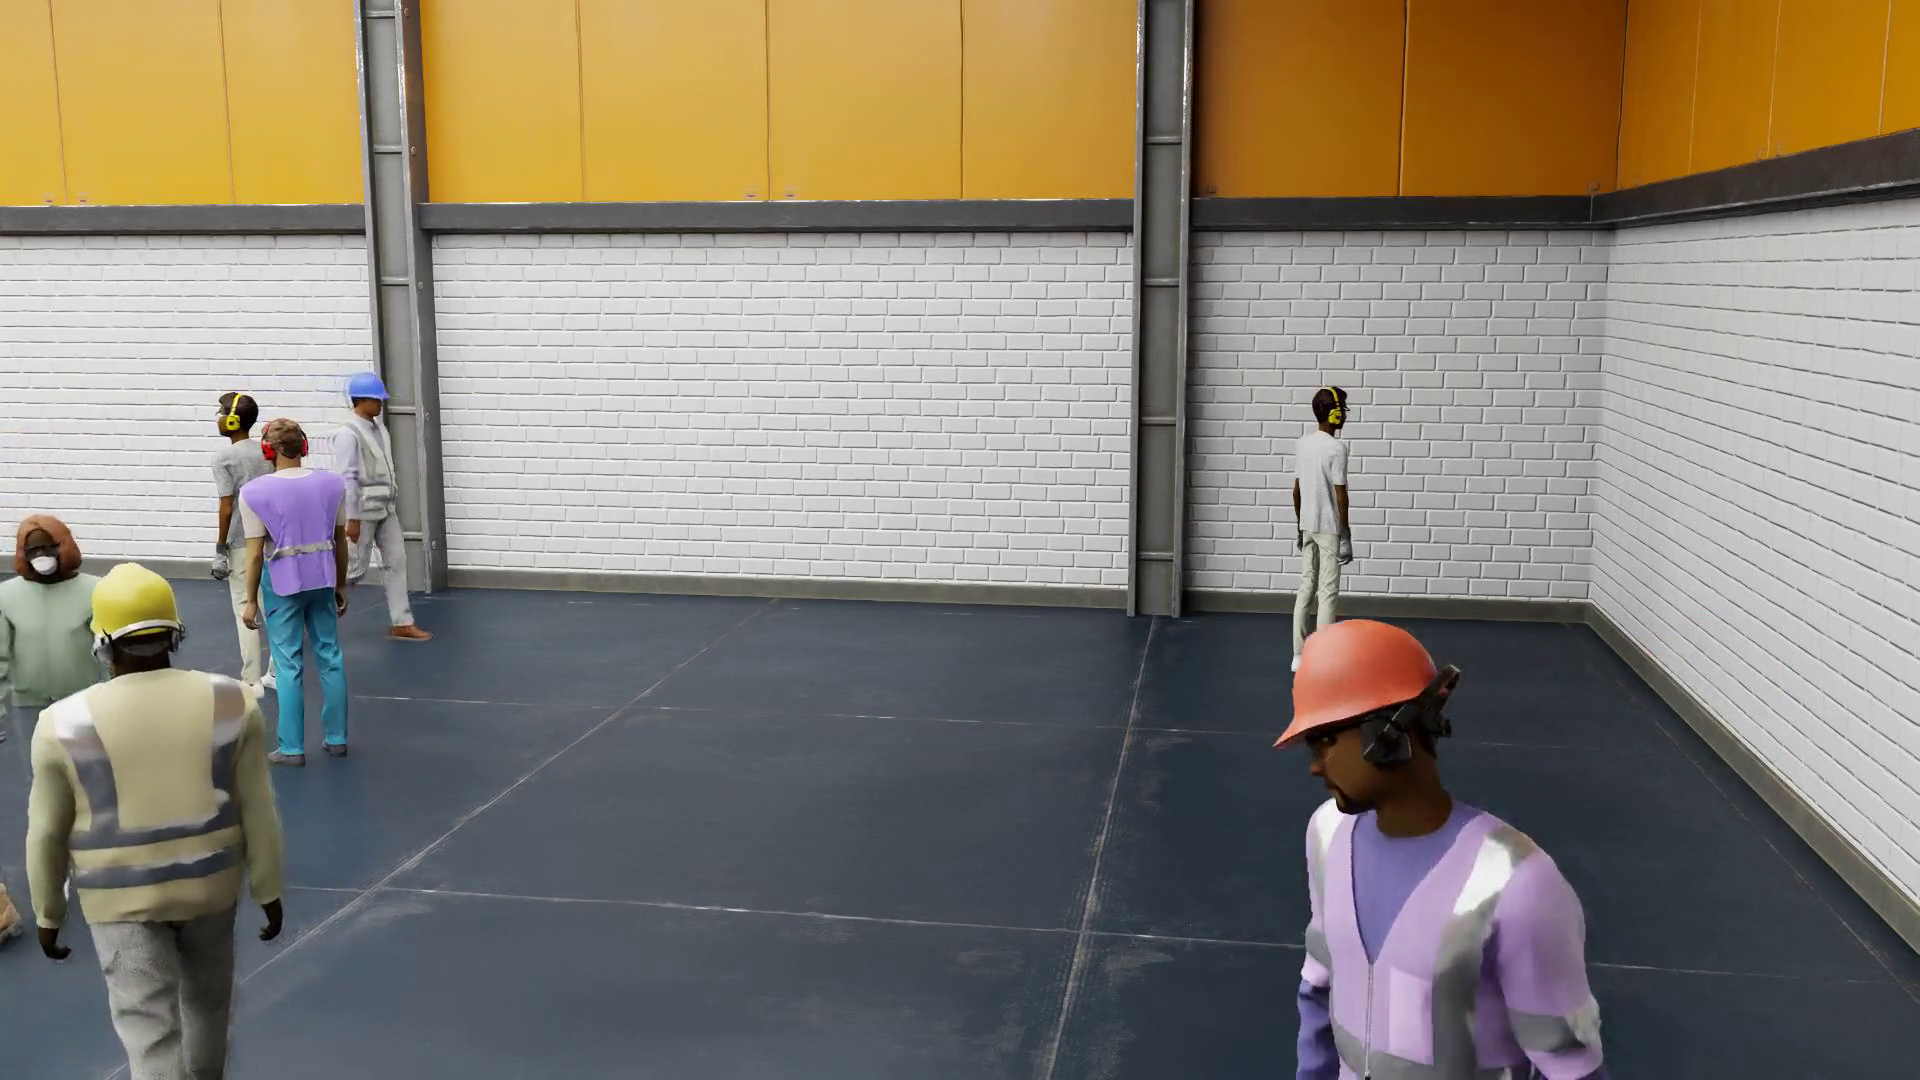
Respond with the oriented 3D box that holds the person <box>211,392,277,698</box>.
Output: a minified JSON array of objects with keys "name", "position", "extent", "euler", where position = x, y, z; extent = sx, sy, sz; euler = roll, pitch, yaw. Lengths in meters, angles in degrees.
[{"name":"person","position":[-4.360,0.037,10.161],"extent":[0.319,1.866,0.532],"euler":[3,10,20]}]

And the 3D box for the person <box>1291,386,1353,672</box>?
[{"name":"person","position":[2.339,-0.047,10.662],"extent":[0.328,1.872,0.514],"euler":[-5,10,-27]}]

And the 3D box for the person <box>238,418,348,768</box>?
[{"name":"person","position":[-3.475,0.281,8.741],"extent":[0.390,1.838,0.563],"euler":[8,12,42]}]

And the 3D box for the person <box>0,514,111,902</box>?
[{"name":"person","position":[-3.683,0.706,6.795],"extent":[0.519,1.619,0.452],"euler":[-3,10,-18]}]

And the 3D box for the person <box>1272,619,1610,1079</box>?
[{"name":"person","position":[0.881,1.140,2.982],"extent":[0.521,1.989,0.733],"euler":[-5,11,-30]}]

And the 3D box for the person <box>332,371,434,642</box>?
[{"name":"person","position":[-4.193,-0.220,11.601],"extent":[0.878,1.918,0.620],"euler":[1,9,9]}]

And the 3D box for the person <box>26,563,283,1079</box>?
[{"name":"person","position":[-2.278,0.954,4.687],"extent":[0.615,1.796,0.886],"euler":[-7,11,-37]}]

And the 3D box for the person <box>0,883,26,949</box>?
[{"name":"person","position":[-3.923,0.658,5.980],"extent":[0.638,1.979,1.046],"euler":[6,11,31]}]
